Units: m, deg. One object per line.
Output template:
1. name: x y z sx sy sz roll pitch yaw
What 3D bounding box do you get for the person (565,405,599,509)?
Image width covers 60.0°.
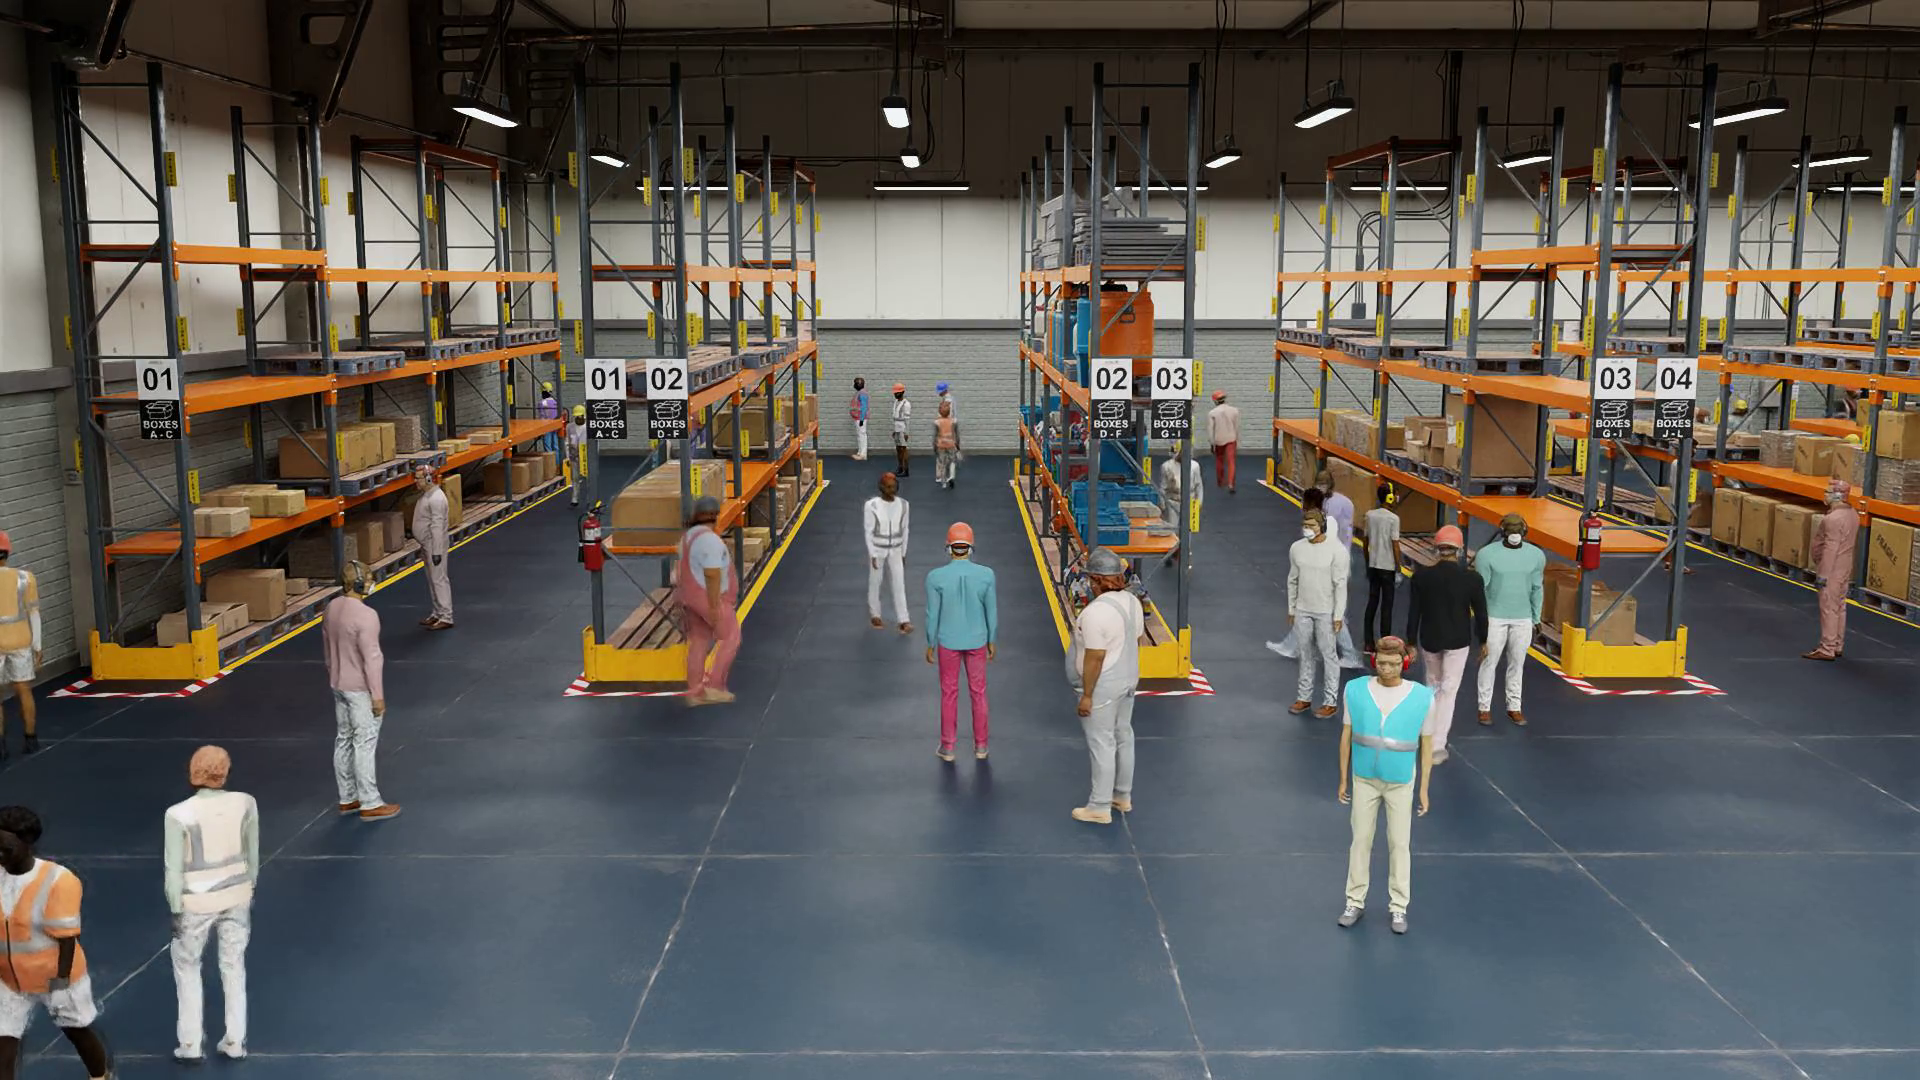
1. person: -6.631 -1.454 29.159 0.591 1.834 0.404 1 9 4

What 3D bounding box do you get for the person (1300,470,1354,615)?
1. person: 4.159 0.132 18.801 0.632 1.903 0.916 4 10 27

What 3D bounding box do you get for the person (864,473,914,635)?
1. person: -0.803 0.159 18.796 0.574 1.819 1.033 -3 9 -21

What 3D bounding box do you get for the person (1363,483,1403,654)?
1. person: 4.510 0.314 17.698 0.327 1.865 0.517 -5 10 -31

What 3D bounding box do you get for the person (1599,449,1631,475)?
1. person: 13.674 -2.363 34.472 0.914 2.014 0.611 -3 9 -20

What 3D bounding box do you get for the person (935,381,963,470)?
1. person: -0.275 -2.394 34.989 0.545 1.902 0.750 -2 9 -13

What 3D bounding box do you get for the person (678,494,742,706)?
1. person: -2.365 0.551 15.601 0.566 2.000 0.691 -7 11 -37

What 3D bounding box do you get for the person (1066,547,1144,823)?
1. person: 1.038 1.061 12.321 0.536 2.000 0.683 6 11 35

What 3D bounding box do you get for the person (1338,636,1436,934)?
1. person: 2.613 1.484 10.229 0.563 1.844 0.390 4 10 22

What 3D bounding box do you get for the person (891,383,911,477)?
1. person: -1.227 -2.242 33.944 0.383 1.929 0.546 -5 10 -31

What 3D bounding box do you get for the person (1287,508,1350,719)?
1. person: 3.264 0.663 15.246 0.373 1.934 0.627 -8 12 -43

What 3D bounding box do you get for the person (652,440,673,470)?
1. person: -4.874 -1.064 27.271 0.315 1.641 0.514 4 10 23

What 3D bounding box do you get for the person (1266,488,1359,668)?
1. person: 3.705 0.383 17.280 1.056 1.860 0.601 6 11 33

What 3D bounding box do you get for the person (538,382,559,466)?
1. person: -8.434 -2.271 34.108 0.356 1.930 0.592 5 10 28

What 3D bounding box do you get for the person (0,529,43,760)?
1. person: -8.009 0.863 13.944 0.554 1.937 0.380 -6 11 -34

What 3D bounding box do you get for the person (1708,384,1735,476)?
1. person: 15.609 -2.270 34.086 0.417 1.941 0.607 6 10 32

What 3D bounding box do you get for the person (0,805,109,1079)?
1. person: -4.234 1.991 7.603 0.535 1.640 0.887 1 9 7

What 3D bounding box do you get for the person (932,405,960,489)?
1. person: -0.274 -1.781 31.916 0.542 1.617 0.374 0 9 0

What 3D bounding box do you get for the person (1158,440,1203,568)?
1. person: 3.073 -0.506 23.138 0.598 1.815 0.510 -3 9 -17

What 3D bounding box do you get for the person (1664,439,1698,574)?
1. person: 9.886 -0.473 22.756 0.329 1.865 0.515 0 9 2

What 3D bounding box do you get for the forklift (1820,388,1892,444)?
1. forklift: 20.072 -3.110 36.462 1.873 2.768 1.129 0 9 0

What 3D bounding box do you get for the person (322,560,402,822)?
1. person: -4.467 1.109 12.334 0.629 1.940 0.378 7 12 40

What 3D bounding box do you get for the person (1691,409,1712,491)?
1. person: 13.965 -1.696 31.452 0.431 1.593 0.538 8 12 41

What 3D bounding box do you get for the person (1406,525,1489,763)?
1. person: 4.134 0.841 14.034 0.621 1.941 1.017 6 10 32

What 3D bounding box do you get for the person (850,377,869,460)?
1. person: -2.251 -2.722 37.290 0.429 1.842 0.634 -2 9 -11

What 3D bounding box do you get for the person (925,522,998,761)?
1. person: 0.009 0.844 13.855 0.611 1.996 0.378 -2 9 -10

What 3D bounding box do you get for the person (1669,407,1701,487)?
1. person: 13.943 -1.892 31.975 0.621 1.837 0.429 2 9 16

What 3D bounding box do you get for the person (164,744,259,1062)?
1. person: -3.815 1.860 8.543 0.449 1.604 0.544 7 11 38

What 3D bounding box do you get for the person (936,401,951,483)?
1. person: -0.328 -1.955 33.047 0.318 1.630 0.513 1 9 8

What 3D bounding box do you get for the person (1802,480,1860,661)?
1. person: 9.179 0.315 17.533 0.408 1.911 0.651 9 12 44

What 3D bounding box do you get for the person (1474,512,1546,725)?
1. person: 4.916 0.707 14.926 0.635 1.937 0.355 0 9 1

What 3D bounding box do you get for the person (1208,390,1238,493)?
1. person: 5.006 -1.868 31.542 0.622 1.926 0.998 0 9 1

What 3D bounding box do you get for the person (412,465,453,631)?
1. person: -6.079 0.081 19.100 0.394 1.899 0.641 -5 10 -30

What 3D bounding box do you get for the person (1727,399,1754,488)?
1. person: 15.054 -1.868 32.170 0.496 1.724 0.601 -1 9 -3
